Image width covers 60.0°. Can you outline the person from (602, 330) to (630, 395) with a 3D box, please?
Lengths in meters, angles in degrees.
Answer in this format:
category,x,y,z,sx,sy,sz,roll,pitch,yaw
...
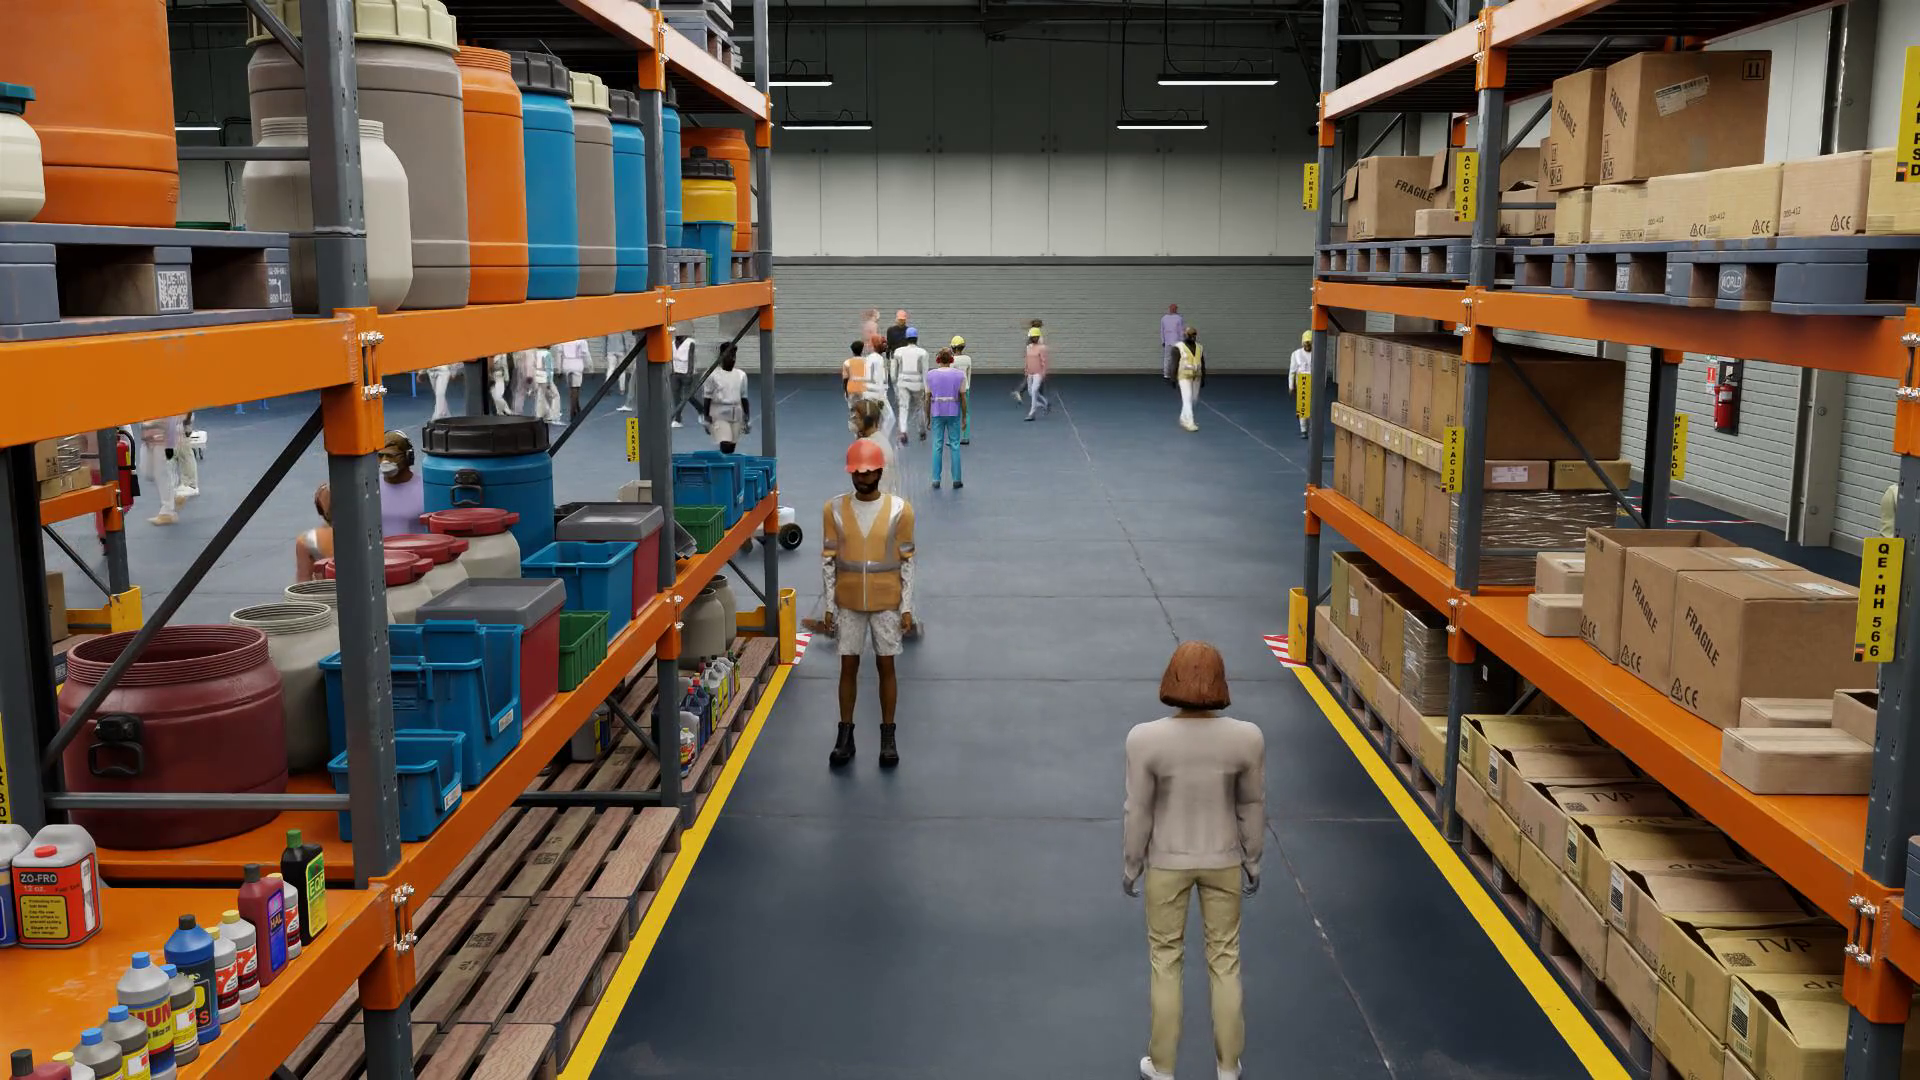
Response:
category,x,y,z,sx,sy,sz,roll,pitch,yaw
person,-7.706,-4.203,37.216,0.635,1.922,0.690,0,9,3

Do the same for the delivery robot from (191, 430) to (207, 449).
category,x,y,z,sx,sy,sz,roll,pitch,yaw
delivery robot,-11.711,-1.511,24.983,0.477,0.478,0.707,9,13,43

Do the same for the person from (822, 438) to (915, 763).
category,x,y,z,sx,sy,sz,roll,pitch,yaw
person,-0.540,0.362,9.787,0.548,1.937,0.379,1,10,5

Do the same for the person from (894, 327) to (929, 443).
category,x,y,z,sx,sy,sz,roll,pitch,yaw
person,-0.799,-2.559,27.419,0.607,1.897,1.012,1,10,7

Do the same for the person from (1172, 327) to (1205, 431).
category,x,y,z,sx,sy,sz,roll,pitch,yaw
person,4.066,-2.876,29.555,0.642,1.817,0.826,-5,11,-26

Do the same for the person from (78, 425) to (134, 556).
category,x,y,z,sx,sy,sz,roll,pitch,yaw
person,-8.583,-0.707,16.705,0.543,1.755,0.382,1,10,6

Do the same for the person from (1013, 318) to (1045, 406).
category,x,y,z,sx,sy,sz,roll,pitch,yaw
person,1.484,-3.652,34.212,0.769,1.823,0.506,-6,11,-32

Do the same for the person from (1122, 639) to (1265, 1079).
category,x,y,z,sx,sy,sz,roll,pitch,yaw
person,0.827,1.160,5.912,0.507,1.631,0.266,0,9,-3

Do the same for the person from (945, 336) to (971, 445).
category,x,y,z,sx,sy,sz,roll,pitch,yaw
person,-0.032,-2.416,26.942,0.310,1.769,0.525,9,13,42

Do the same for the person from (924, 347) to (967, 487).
category,x,y,z,sx,sy,sz,roll,pitch,yaw
person,-0.190,-1.613,21.878,0.566,1.850,0.389,0,9,2

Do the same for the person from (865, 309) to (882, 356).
category,x,y,z,sx,sy,sz,roll,pitch,yaw
person,-2.027,-4.401,38.454,0.513,1.890,0.662,-2,10,-10

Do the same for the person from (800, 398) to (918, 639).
category,x,y,z,sx,sy,sz,roll,pitch,yaw
person,-0.786,-0.164,13.078,0.995,1.888,0.648,0,9,-1

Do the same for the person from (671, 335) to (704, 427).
category,x,y,z,sx,sy,sz,roll,pitch,yaw
person,-4.968,-2.997,30.005,0.603,1.900,0.729,7,12,35

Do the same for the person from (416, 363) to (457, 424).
category,x,y,z,sx,sy,sz,roll,pitch,yaw
person,-9.396,-2.954,29.738,0.620,1.897,0.947,4,10,21

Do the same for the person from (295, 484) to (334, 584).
category,x,y,z,sx,sy,sz,roll,pitch,yaw
person,-3.779,0.455,10.169,0.528,1.620,0.584,-5,11,-27

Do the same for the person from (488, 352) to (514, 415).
category,x,y,z,sx,sy,sz,roll,pitch,yaw
person,-8.417,-3.095,30.310,0.535,2.000,0.734,5,11,29

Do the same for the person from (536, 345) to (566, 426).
category,x,y,z,sx,sy,sz,roll,pitch,yaw
person,-7.401,-2.849,29.972,0.604,1.616,0.515,-8,12,-38

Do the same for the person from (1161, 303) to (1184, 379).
category,x,y,z,sx,sy,sz,roll,pitch,yaw
person,5.431,-5.057,42.330,0.652,1.908,0.409,8,12,39

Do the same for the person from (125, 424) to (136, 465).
category,x,y,z,sx,sy,sz,roll,pitch,yaw
person,-12.173,-1.976,23.993,0.511,1.872,0.328,-9,13,-42

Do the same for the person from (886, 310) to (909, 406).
category,x,y,z,sx,sy,sz,roll,pitch,yaw
person,-1.219,-3.761,34.345,0.641,1.981,0.467,0,9,3

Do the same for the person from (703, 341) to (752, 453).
category,x,y,z,sx,sy,sz,roll,pitch,yaw
person,-2.903,-1.535,21.085,0.620,1.946,0.644,-8,13,-41

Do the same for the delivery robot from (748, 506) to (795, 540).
category,x,y,z,sx,sy,sz,roll,pitch,yaw
delivery robot,-2.062,-0.205,17.160,0.707,0.478,0.477,-9,13,-42

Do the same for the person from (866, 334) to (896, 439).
category,x,y,z,sx,sy,sz,roll,pitch,yaw
person,-1.173,-2.159,25.080,0.494,1.870,0.604,-3,10,-18

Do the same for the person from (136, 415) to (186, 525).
category,x,y,z,sx,sy,sz,roll,pitch,yaw
person,-9.086,-1.102,18.882,0.643,1.827,0.450,7,12,35

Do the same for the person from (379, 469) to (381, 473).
category,x,y,z,sx,sy,sz,roll,pitch,yaw
person,-8.252,-1.722,23.014,0.563,1.672,0.553,-2,10,-14

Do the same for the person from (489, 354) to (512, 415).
category,x,y,z,sx,sy,sz,roll,pitch,yaw
person,-8.413,-2.877,30.142,0.511,1.615,0.358,6,11,31

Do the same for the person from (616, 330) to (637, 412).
category,x,y,z,sx,sy,sz,roll,pitch,yaw
person,-6.295,-3.488,33.043,1.013,1.879,0.598,-3,10,-19

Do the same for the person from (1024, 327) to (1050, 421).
category,x,y,z,sx,sy,sz,roll,pitch,yaw
person,1.471,-3.141,31.362,0.680,1.744,0.529,-8,12,-40

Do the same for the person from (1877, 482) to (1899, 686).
category,x,y,z,sx,sy,sz,roll,pitch,yaw
person,6.328,0.231,10.911,0.586,1.825,0.403,1,10,9

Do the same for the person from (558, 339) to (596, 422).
category,x,y,z,sx,sy,sz,roll,pitch,yaw
person,-7.168,-3.188,31.166,0.627,1.881,0.914,2,10,12

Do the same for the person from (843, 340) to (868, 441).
category,x,y,z,sx,sy,sz,roll,pitch,yaw
person,-1.681,-2.459,27.450,0.537,1.675,0.651,1,10,7

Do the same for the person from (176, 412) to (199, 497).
category,x,y,z,sx,sy,sz,roll,pitch,yaw
person,-9.925,-1.497,21.143,0.525,1.868,0.353,8,12,38

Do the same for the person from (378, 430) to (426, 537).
category,x,y,z,sx,sy,sz,roll,pitch,yaw
person,-3.421,0.290,10.214,0.630,1.940,0.371,0,9,2

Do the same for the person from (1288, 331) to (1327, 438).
category,x,y,z,sx,sy,sz,roll,pitch,yaw
person,5.809,-2.577,27.804,0.627,1.794,0.866,2,10,13

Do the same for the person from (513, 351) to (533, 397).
category,x,y,z,sx,sy,sz,roll,pitch,yaw
person,-9.631,-3.986,36.818,0.514,1.605,0.784,-9,13,-44

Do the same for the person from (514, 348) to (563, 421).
category,x,y,z,sx,sy,sz,roll,pitch,yaw
person,-7.836,-3.087,30.676,0.967,1.851,0.631,-7,12,-35
